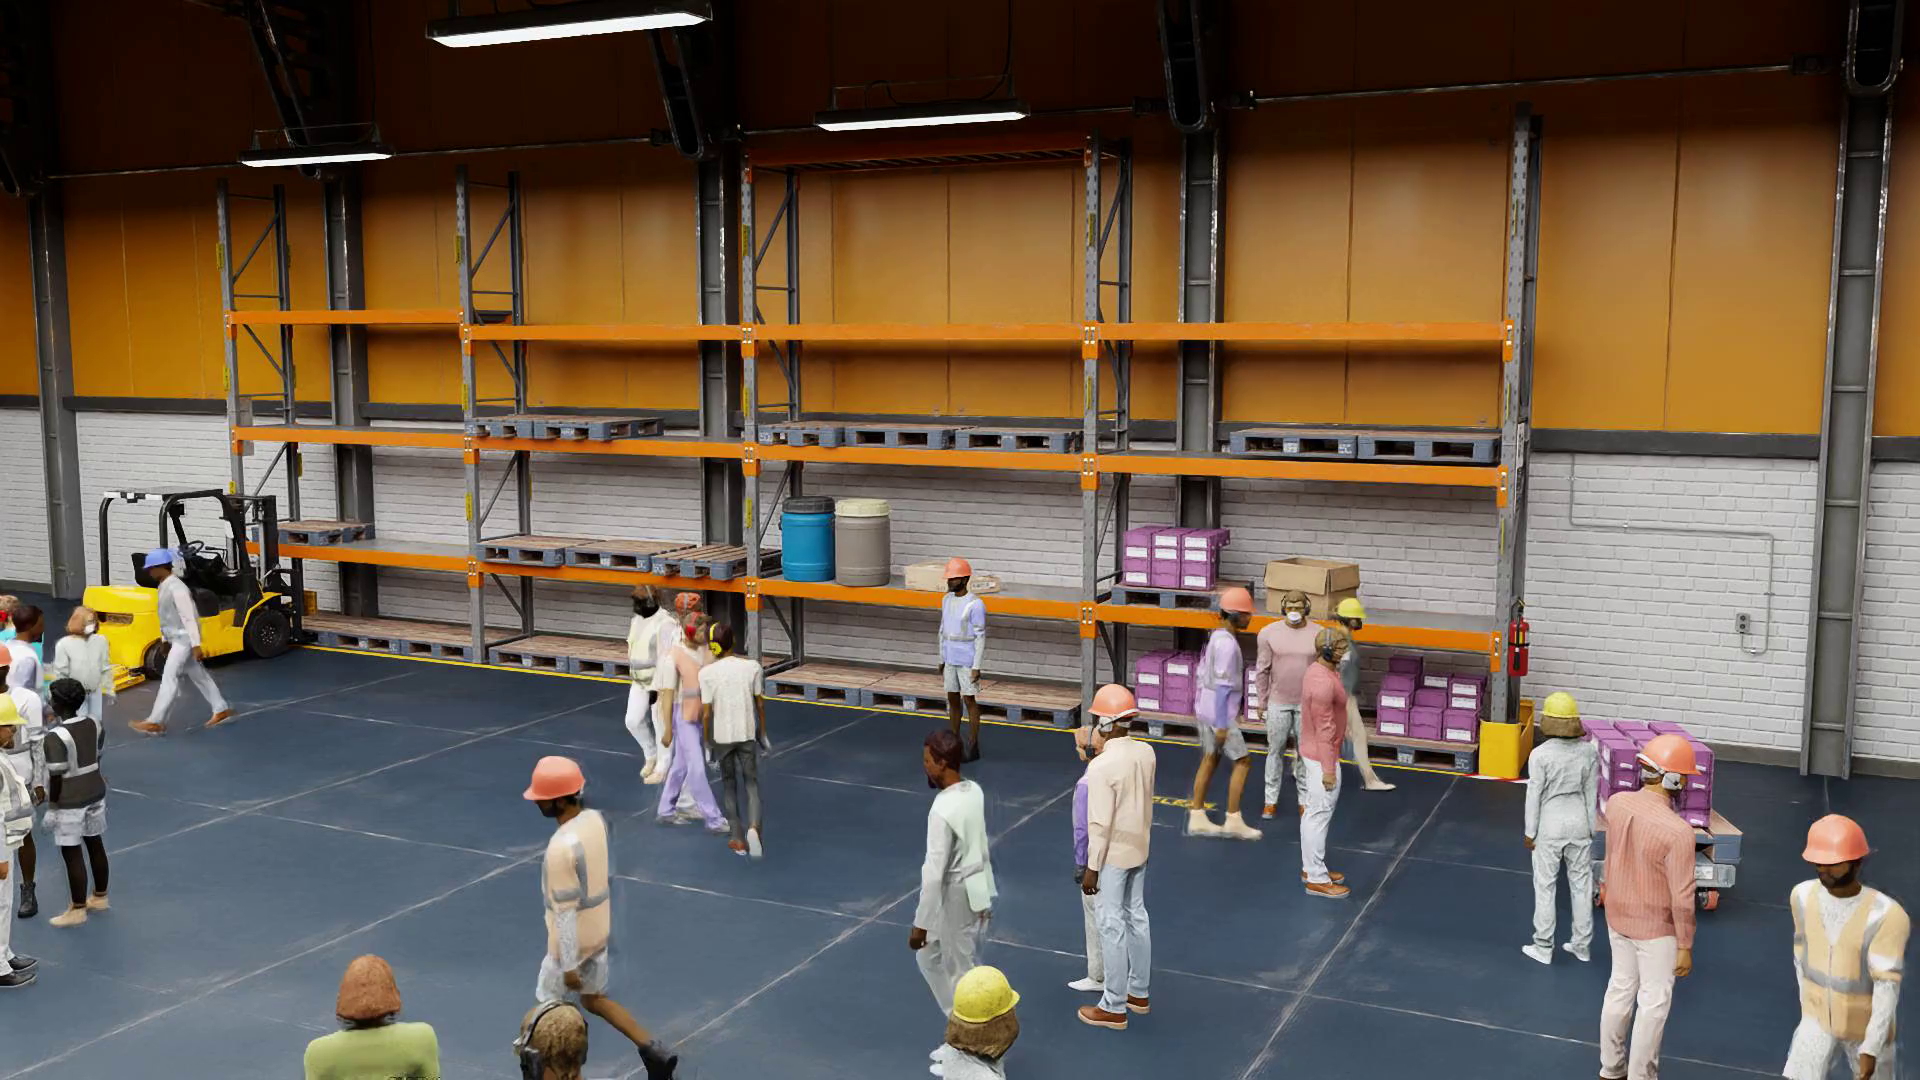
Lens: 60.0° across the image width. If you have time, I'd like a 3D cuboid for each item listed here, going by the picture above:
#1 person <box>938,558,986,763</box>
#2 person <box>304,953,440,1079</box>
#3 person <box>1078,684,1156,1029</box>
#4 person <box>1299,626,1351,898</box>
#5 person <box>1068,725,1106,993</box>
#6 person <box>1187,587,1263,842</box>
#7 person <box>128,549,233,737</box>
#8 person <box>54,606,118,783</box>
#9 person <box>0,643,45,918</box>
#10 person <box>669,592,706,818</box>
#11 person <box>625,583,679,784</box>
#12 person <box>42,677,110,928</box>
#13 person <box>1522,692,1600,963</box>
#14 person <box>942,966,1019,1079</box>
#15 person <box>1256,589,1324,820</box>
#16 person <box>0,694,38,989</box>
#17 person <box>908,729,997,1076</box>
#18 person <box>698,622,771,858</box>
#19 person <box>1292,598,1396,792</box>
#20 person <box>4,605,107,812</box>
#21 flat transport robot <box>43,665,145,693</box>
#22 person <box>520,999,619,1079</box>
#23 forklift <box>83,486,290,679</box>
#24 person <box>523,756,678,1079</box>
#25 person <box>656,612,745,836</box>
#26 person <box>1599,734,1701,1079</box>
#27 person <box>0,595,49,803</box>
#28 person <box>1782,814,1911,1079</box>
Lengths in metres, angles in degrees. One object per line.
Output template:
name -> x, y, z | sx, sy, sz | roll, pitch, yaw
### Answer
person -> -0.011, 1.126, 15.675 | 0.356, 1.937, 0.552 | -7, 10, -43
person -> -2.266, 2.405, 6.458 | 0.502, 1.606, 0.772 | -2, 7, -13
person -> 0.903, 1.823, 9.679 | 0.396, 1.992, 0.622 | 5, 9, 37
person -> 2.625, 1.576, 11.955 | 0.372, 1.940, 0.629 | 1, 7, 8
person -> 0.847, 1.941, 10.211 | 0.317, 1.630, 0.513 | 4, 8, 27
person -> 2.153, 1.385, 13.204 | 0.743, 2.015, 0.649 | 0, 7, 3
person -> -7.869, 1.017, 16.769 | 1.024, 1.881, 0.644 | -5, 8, -35
person -> -7.832, 1.385, 14.846 | 0.398, 1.618, 0.508 | 3, 8, 24
person -> -6.577, 1.642, 11.406 | 0.543, 1.939, 0.371 | -2, 7, -13
person -> -2.264, 1.369, 13.889 | 0.345, 1.882, 0.584 | -1, 7, -8
person -> -2.758, 1.285, 14.868 | 0.624, 1.821, 0.475 | 6, 9, 41
person -> -6.022, 1.773, 11.323 | 0.319, 1.696, 0.537 | 1, 7, 7
person -> 3.832, 1.836, 10.654 | 0.487, 1.737, 0.323 | -1, 7, -9
person -> 0.087, 2.390, 6.020 | 0.282, 1.746, 0.493 | -2, 7, -18
person -> 2.764, 1.357, 13.761 | 0.629, 1.939, 0.371 | 1, 7, 11
person -> -5.914, 1.848, 10.214 | 0.403, 1.818, 0.601 | -4, 8, -31
person -> -0.060, 1.962, 8.948 | 0.511, 1.898, 0.598 | 1, 7, 10
person -> -1.704, 1.541, 12.690 | 0.559, 1.829, 0.659 | -2, 7, -17
person -> 3.368, 1.354, 14.679 | 0.898, 1.723, 0.533 | 1, 7, 10
person -> -7.543, 1.449, 13.381 | 0.597, 1.865, 1.029 | 6, 9, 43
flat transport robot -> -10.127, 1.563, 18.890 | 1.431, 0.197, 0.652 | 0, 7, 4
person -> -1.237, 2.395, 5.249 | 0.367, 1.928, 0.638 | 4, 8, 30
forklift -> -9.426, 0.454, 20.179 | 1.214, 2.155, 2.313 | 3, 8, 26
person -> -1.882, 2.017, 8.464 | 0.784, 1.907, 0.566 | 2, 7, 15
person -> -2.097, 1.472, 13.403 | 0.920, 1.791, 0.586 | 2, 7, 19
person -> 3.555, 1.970, 8.555 | 0.411, 1.979, 0.625 | -2, 7, -17
person -> -7.948, 1.371, 14.058 | 0.389, 1.837, 0.563 | 1, 7, 6
person -> 3.906, 2.153, 7.414 | 1.012, 1.876, 0.558 | -5, 8, -35
